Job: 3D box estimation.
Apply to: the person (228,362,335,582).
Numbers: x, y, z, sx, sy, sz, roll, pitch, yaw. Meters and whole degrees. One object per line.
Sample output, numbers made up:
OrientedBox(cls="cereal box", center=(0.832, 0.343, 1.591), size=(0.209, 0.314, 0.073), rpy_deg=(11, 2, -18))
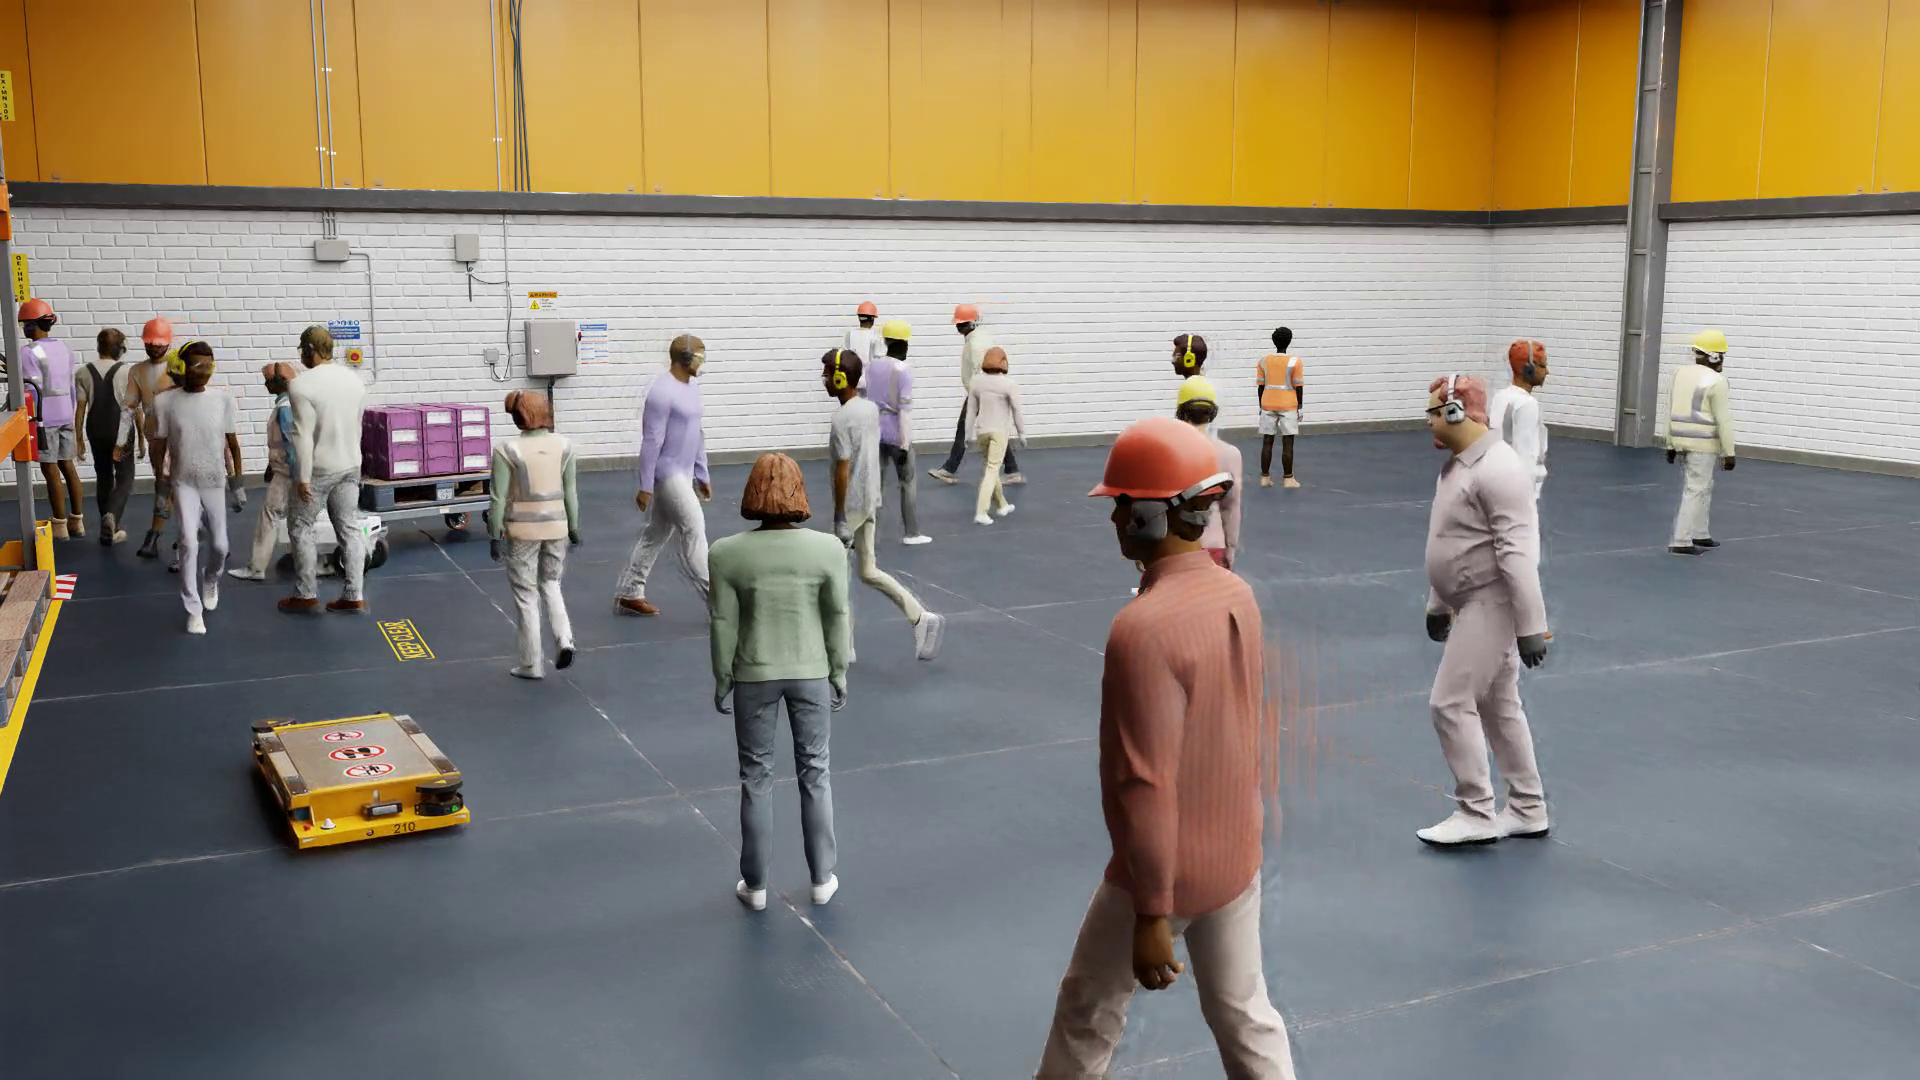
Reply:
OrientedBox(cls="person", center=(-4.996, -0.491, 12.180), size=(0.781, 1.599, 0.524), rpy_deg=(-2, 9, -13))

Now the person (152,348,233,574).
OrientedBox(cls="person", center=(-5.803, -0.605, 12.588), size=(0.535, 1.696, 0.904), rpy_deg=(1, 9, 7))

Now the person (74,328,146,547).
OrientedBox(cls="person", center=(-6.961, -0.825, 13.612), size=(0.518, 1.818, 0.751), rpy_deg=(-2, 9, -12))

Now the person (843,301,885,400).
OrientedBox(cls="person", center=(-1.096, -1.821, 19.439), size=(0.541, 1.929, 0.383), rpy_deg=(3, 10, 20))

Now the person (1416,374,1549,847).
OrientedBox(cls="person", center=(2.067, 0.285, 6.560), size=(0.655, 1.866, 0.663), rpy_deg=(1, 9, 9))

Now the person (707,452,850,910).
OrientedBox(cls="person", center=(-0.638, 0.504, 5.915), size=(0.498, 1.633, 0.285), rpy_deg=(-2, 9, -10))

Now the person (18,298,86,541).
OrientedBox(cls="person", center=(-7.689, -1.002, 13.995), size=(0.397, 2.044, 0.609), rpy_deg=(1, 9, 6))

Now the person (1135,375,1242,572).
OrientedBox(cls="person", center=(1.183, 0.042, 8.413), size=(0.524, 1.744, 0.723), rpy_deg=(-3, 10, -16))

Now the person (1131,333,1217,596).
OrientedBox(cls="person", center=(1.444, -0.458, 11.210), size=(0.767, 1.846, 0.555), rpy_deg=(2, 9, 14))

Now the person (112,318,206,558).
OrientedBox(cls="person", center=(-6.371, -0.829, 13.330), size=(0.623, 1.889, 0.765), rpy_deg=(3, 10, 16))

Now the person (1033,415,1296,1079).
OrientedBox(cls="person", center=(0.407, 0.691, 3.783), size=(1.017, 1.937, 0.657), rpy_deg=(7, 11, 35))

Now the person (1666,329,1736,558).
OrientedBox(cls="person", center=(5.962, -0.757, 13.194), size=(0.681, 1.806, 0.615), rpy_deg=(-2, 9, -11))

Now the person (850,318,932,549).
OrientedBox(cls="person", center=(-0.610, -0.862, 13.583), size=(0.875, 1.901, 0.591), rpy_deg=(-9, 13, -44))

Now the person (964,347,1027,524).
OrientedBox(cls="person", center=(0.315, -0.957, 15.117), size=(0.537, 1.587, 0.863), rpy_deg=(6, 11, 31))

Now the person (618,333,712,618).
OrientedBox(cls="person", center=(-1.810, -0.393, 10.750), size=(1.040, 1.878, 0.638), rpy_deg=(2, 9, 11))

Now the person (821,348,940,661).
OrientedBox(cls="person", center=(-0.527, -0.172, 9.505), size=(0.769, 1.842, 0.526), rpy_deg=(4, 10, 25))

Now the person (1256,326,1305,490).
OrientedBox(cls="person", center=(3.344, -1.373, 17.355), size=(0.538, 1.700, 0.317), rpy_deg=(6, 11, 35))

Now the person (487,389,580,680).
OrientedBox(cls="person", center=(-2.365, -0.026, 9.224), size=(0.546, 1.626, 0.372), rpy_deg=(-9, 13, -43))

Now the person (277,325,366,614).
OrientedBox(cls="person", center=(-4.259, -0.456, 11.005), size=(0.736, 1.911, 0.649), rpy_deg=(4, 10, 25))

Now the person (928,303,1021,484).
OrientedBox(cls="person", center=(0.171, -1.537, 17.630), size=(1.044, 1.927, 0.647), rpy_deg=(-2, 9, -12))

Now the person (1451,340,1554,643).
OrientedBox(cls="person", center=(3.281, -0.270, 10.016), size=(0.650, 1.869, 0.581), rpy_deg=(0, 9, -1))

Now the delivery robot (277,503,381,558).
OrientedBox(cls="delivery robot", center=(-4.731, -0.059, 12.456), size=(0.707, 0.478, 0.477), rpy_deg=(0, 9, -1))

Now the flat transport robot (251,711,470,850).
OrientedBox(cls="flat transport robot", center=(-2.607, 0.986, 7.142), size=(0.652, 0.197, 1.431), rpy_deg=(-5, 11, -29))

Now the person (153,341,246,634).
OrientedBox(cls="person", center=(-4.891, -0.355, 10.646), size=(0.549, 1.842, 0.723), rpy_deg=(-6, 11, -34))
